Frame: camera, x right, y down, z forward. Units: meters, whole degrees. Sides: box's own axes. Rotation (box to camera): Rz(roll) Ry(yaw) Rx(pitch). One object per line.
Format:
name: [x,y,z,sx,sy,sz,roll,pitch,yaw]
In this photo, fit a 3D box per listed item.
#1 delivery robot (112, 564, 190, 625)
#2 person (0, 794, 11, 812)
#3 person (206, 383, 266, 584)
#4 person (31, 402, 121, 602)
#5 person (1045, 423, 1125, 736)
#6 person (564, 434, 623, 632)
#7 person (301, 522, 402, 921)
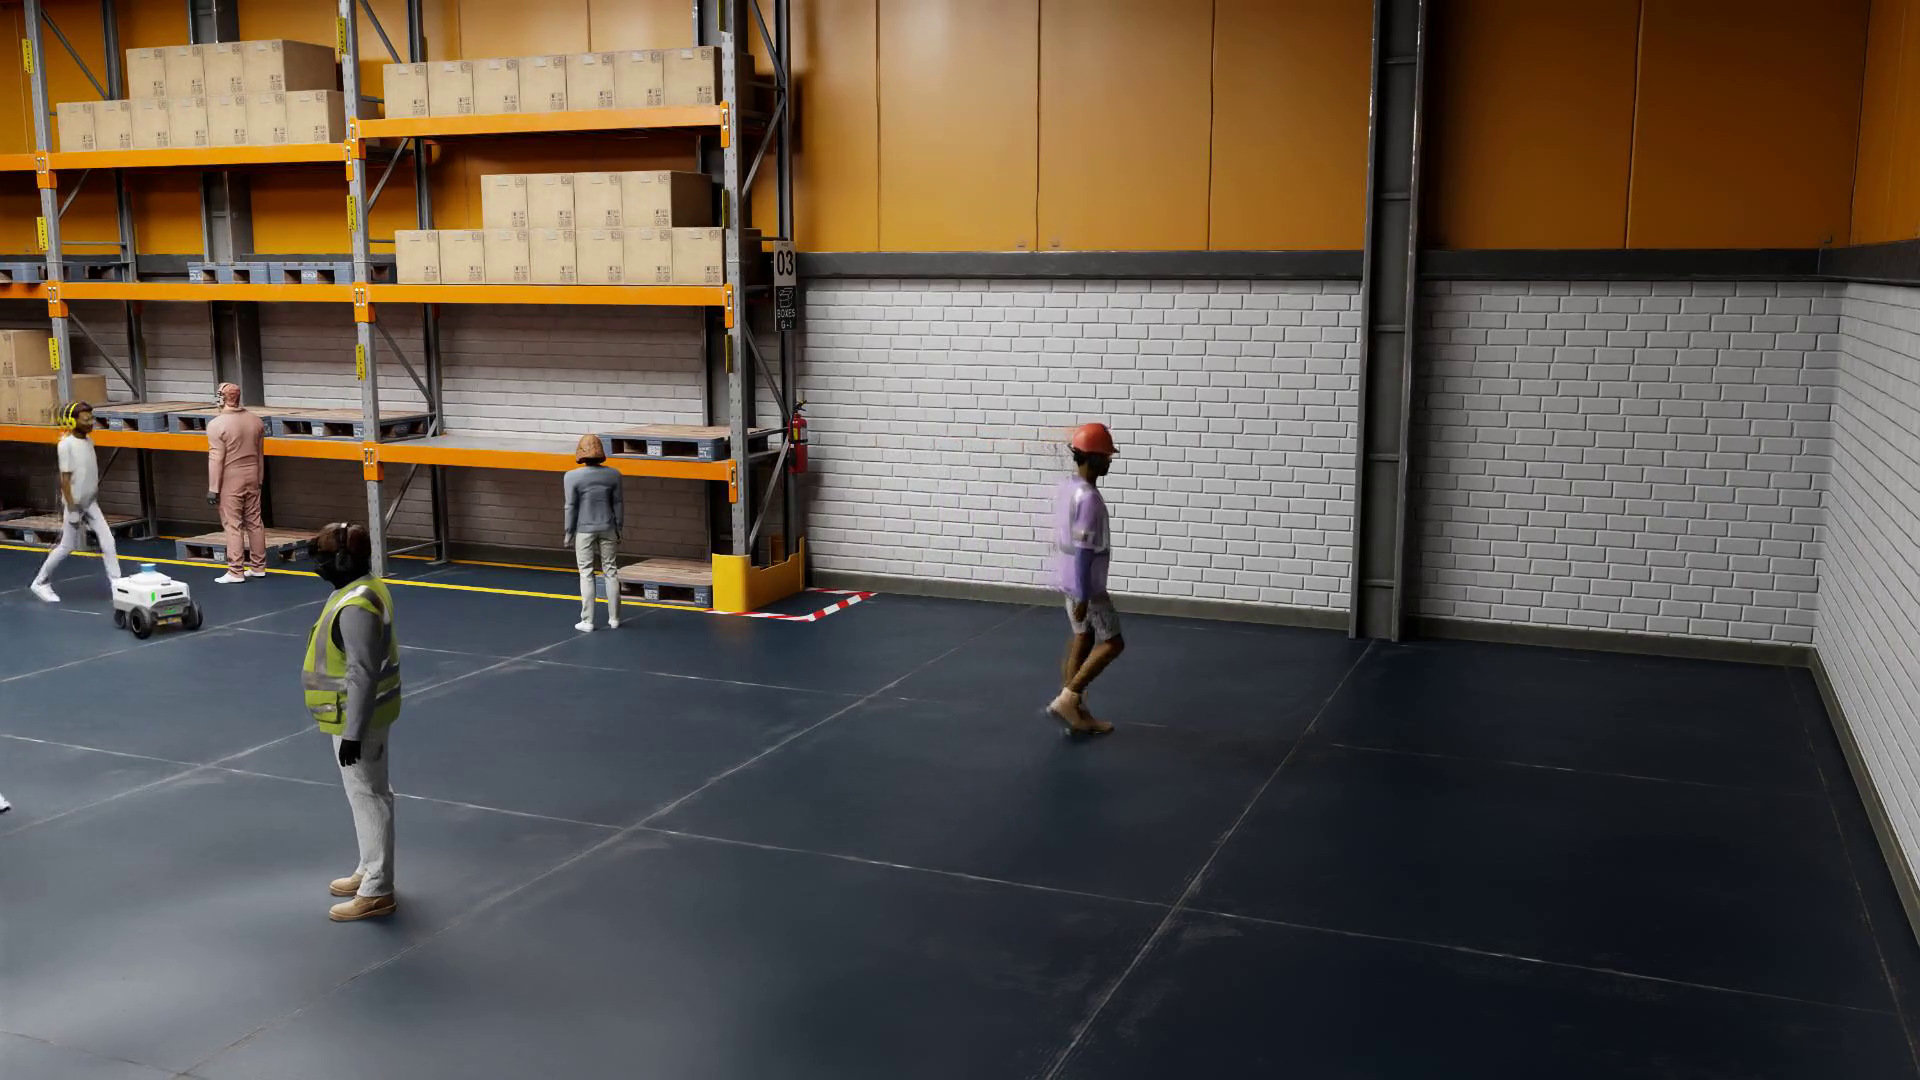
delivery robot: [-6.663,0.439,13.690,0.707,0.478,0.477,7,12,37]
person: [-5.562,0.597,9.028,0.823,1.881,0.640,7,11,35]
person: [-6.905,-0.540,15.819,0.407,1.909,0.639,4,10,21]
person: [-7.888,-0.327,14.836,1.004,1.823,0.530,1,9,8]
person: [0.832,0.267,10.575,0.420,2.027,0.611,-2,10,-11]
person: [-3.020,-0.059,13.734,0.508,1.631,0.264,-6,11,-32]
person: [-2.812,0.829,7.720,0.429,1.845,0.620,-3,10,-17]
